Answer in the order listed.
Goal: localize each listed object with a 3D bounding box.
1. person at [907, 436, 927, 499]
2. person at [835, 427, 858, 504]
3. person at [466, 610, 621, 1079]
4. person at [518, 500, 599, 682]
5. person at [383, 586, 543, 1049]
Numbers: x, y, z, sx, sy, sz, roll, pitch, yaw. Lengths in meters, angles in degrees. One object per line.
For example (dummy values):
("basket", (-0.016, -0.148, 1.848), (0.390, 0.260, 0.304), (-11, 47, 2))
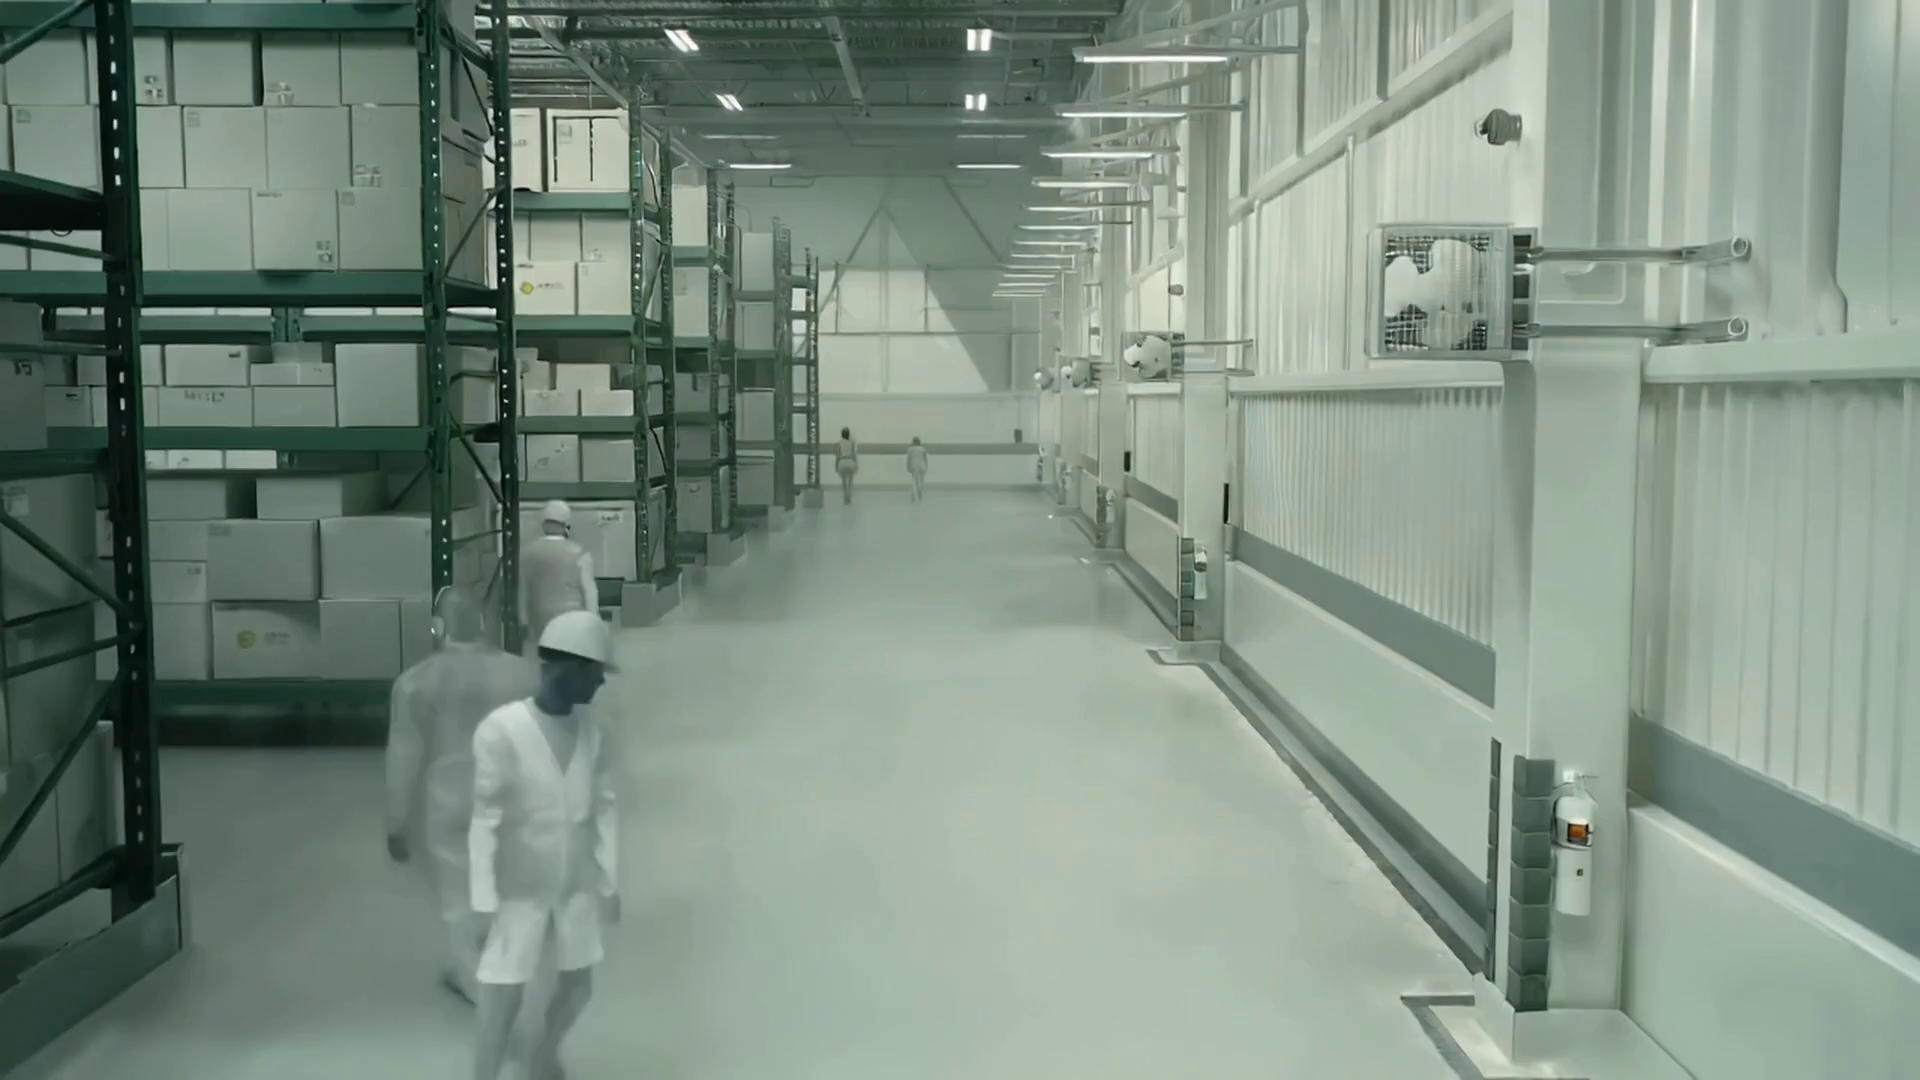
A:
("person", (-1.111, -1.845, 42.681), (0.524, 1.626, 0.590), (1, 5, 8))
("person", (-2.808, -1.831, 40.942), (0.561, 1.882, 1.025), (0, 5, -6))
("person", (-1.486, 1.190, 5.807), (0.482, 1.892, 0.622), (5, 7, 44))
("person", (-3.133, 0.594, 13.119), (0.610, 1.808, 0.603), (1, 5, 14))
("person", (-2.035, 1.118, 6.885), (0.652, 1.855, 1.004), (-4, 6, -38))
